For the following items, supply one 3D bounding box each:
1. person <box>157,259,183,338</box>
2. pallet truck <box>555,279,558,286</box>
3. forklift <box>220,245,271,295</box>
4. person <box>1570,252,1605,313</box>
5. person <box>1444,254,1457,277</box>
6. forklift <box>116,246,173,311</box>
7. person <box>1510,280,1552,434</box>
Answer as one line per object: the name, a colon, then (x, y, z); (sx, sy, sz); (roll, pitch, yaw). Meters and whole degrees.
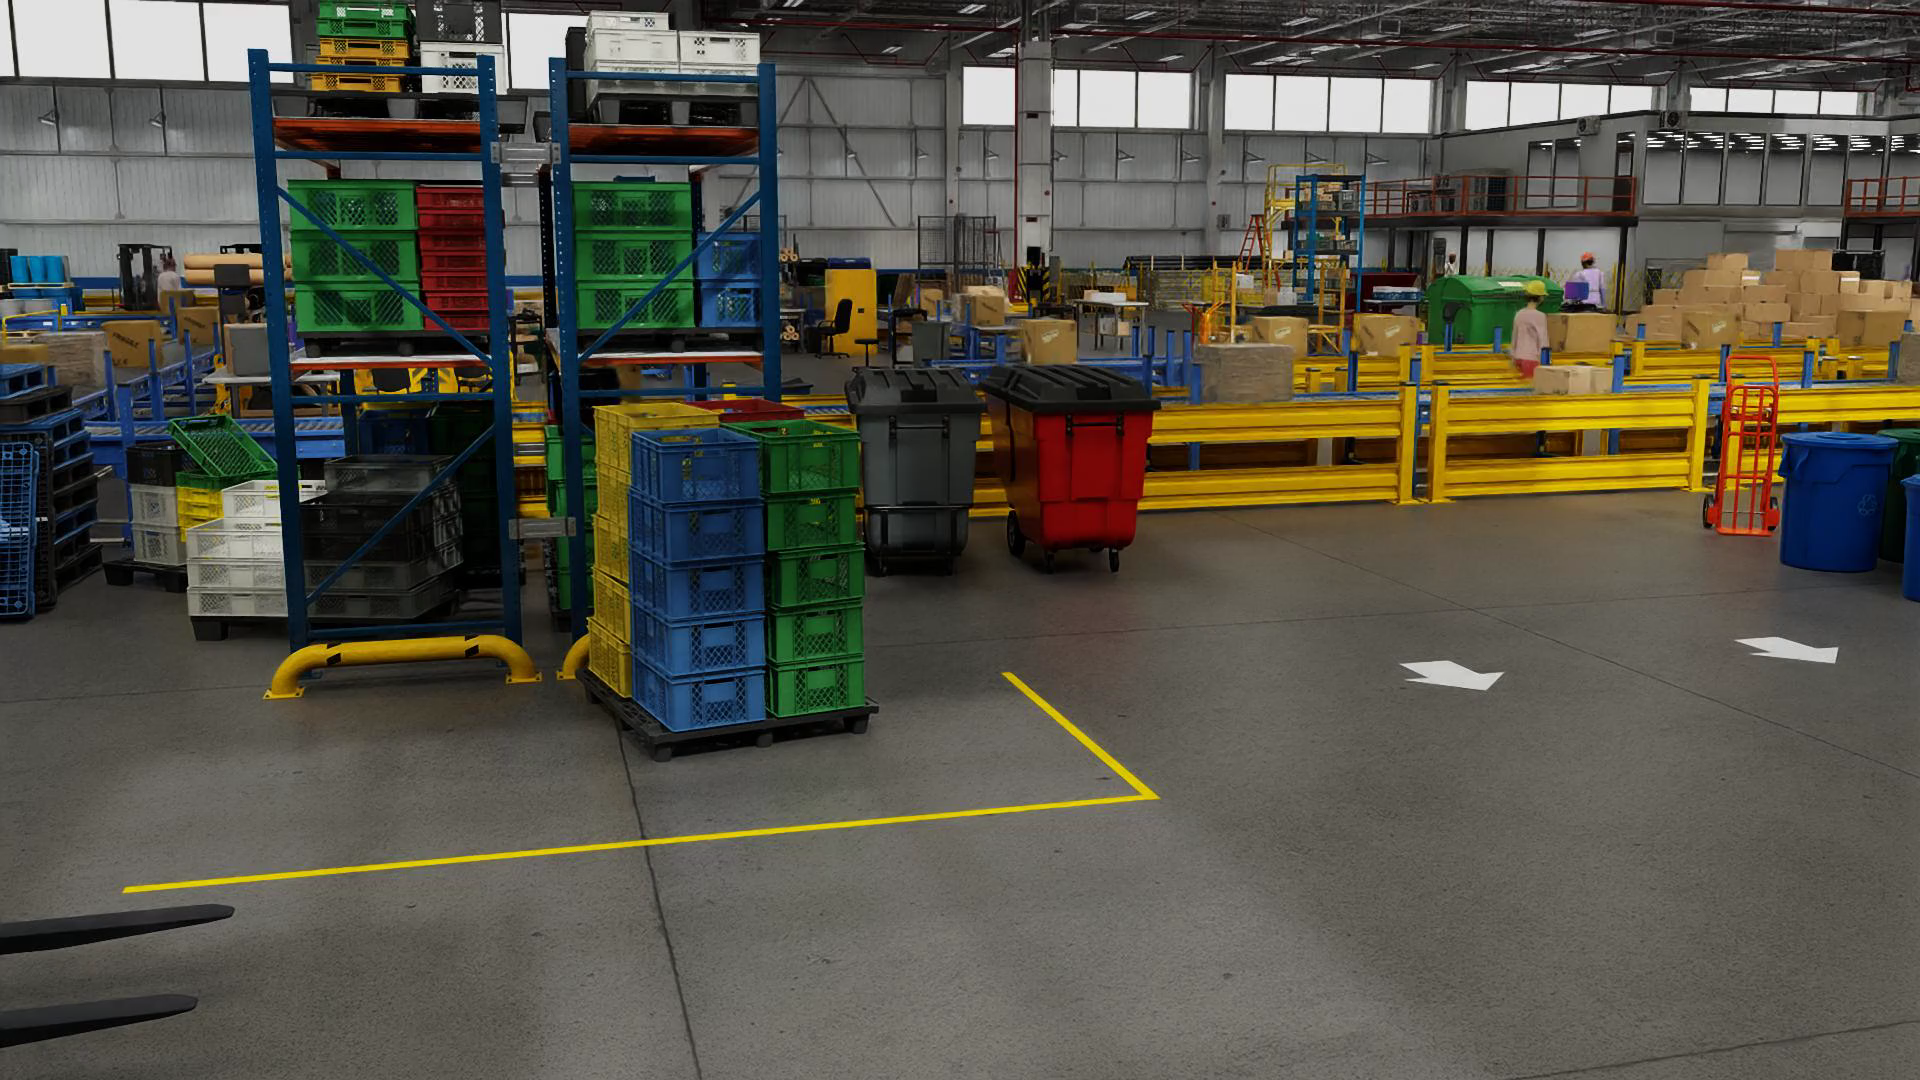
person: (-17.087, -5.145, 35.973); (0.637, 1.870, 0.940); (7, 12, 35)
pallet truck: (-10.604, -6.375, 44.520); (0.653, 1.274, 1.630); (-3, 10, -15)
forklift: (-17.749, -6.334, 41.440); (1.157, 1.987, 2.680); (-3, 10, -17)
person: (12.589, -4.779, 33.503); (0.628, 1.993, 0.985); (-2, 10, -9)
person: (15.895, -8.323, 53.911); (0.574, 1.881, 0.358); (-8, 13, -37)
forklift: (-19.966, -6.232, 40.894); (1.157, 1.987, 2.680); (-3, 10, -15)
person: (6.334, -1.993, 18.424); (0.418, 1.749, 0.536); (-2, 10, -9)
